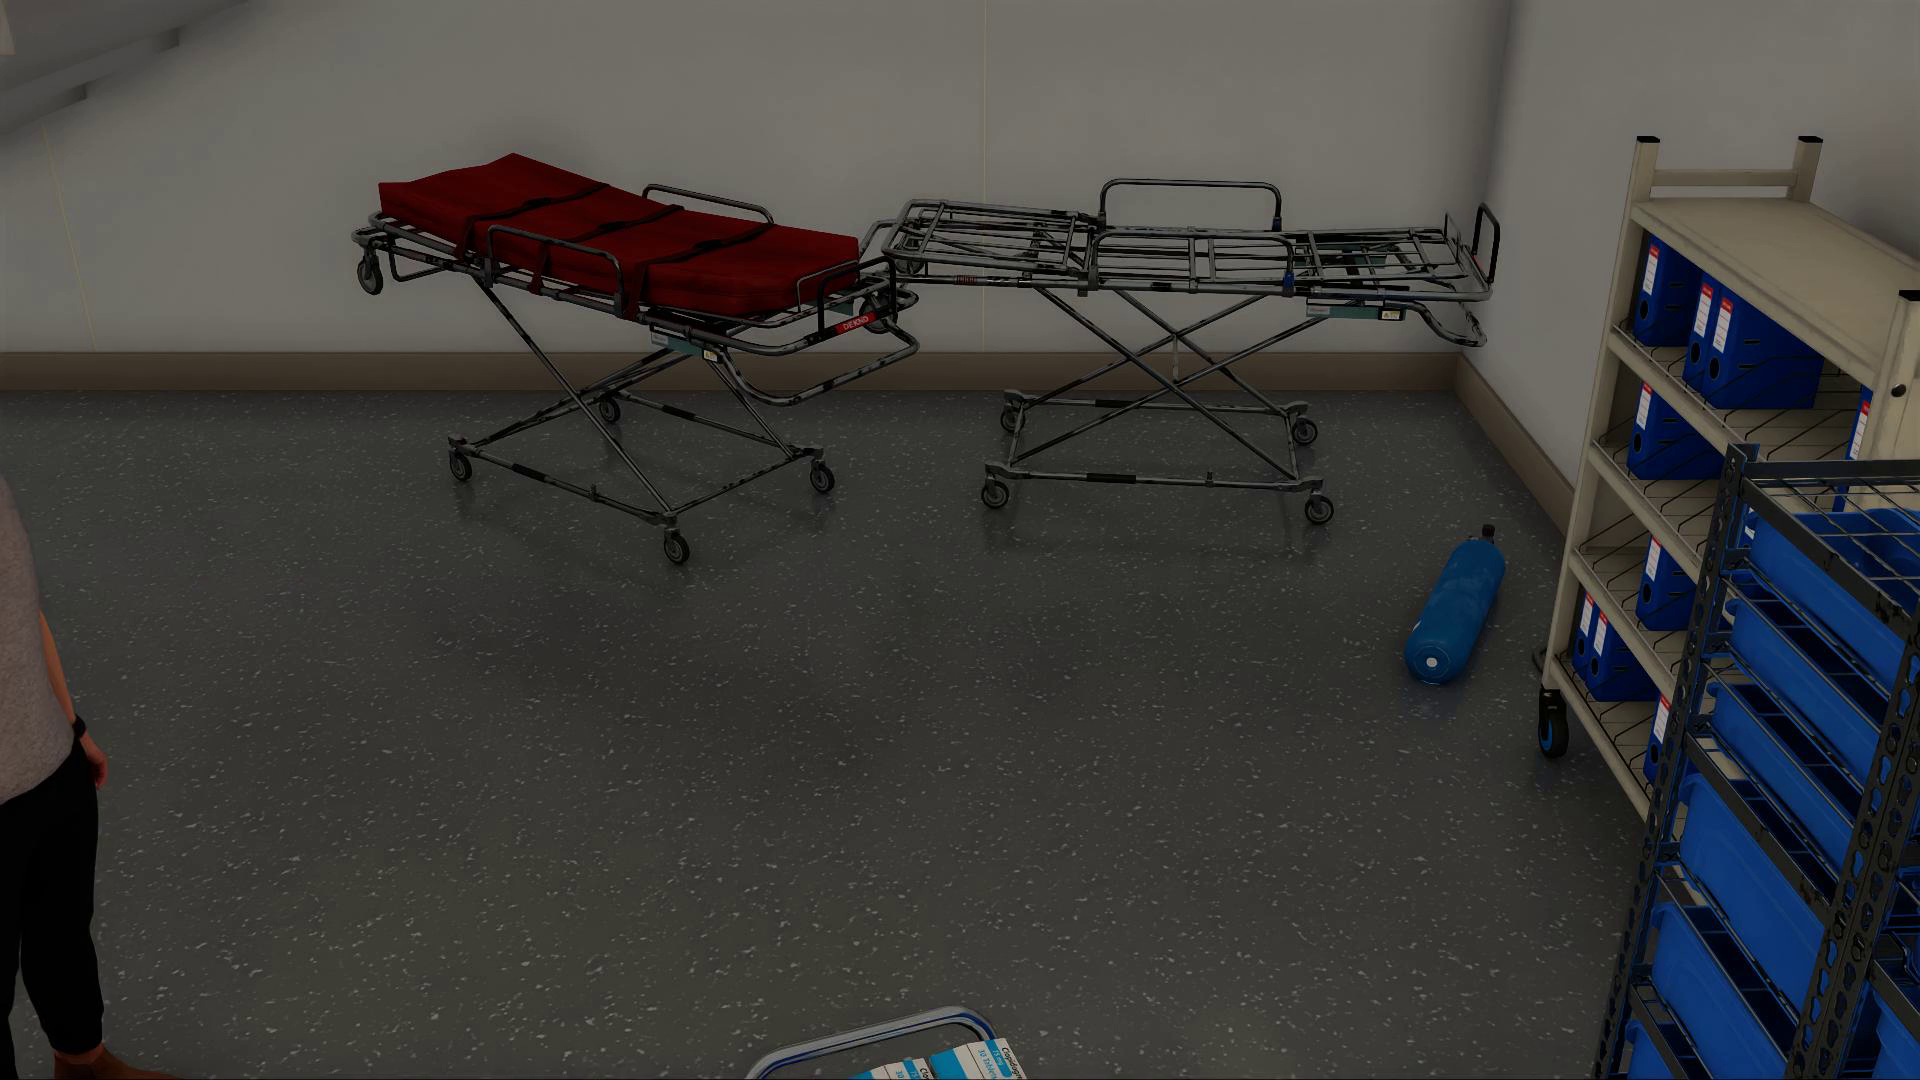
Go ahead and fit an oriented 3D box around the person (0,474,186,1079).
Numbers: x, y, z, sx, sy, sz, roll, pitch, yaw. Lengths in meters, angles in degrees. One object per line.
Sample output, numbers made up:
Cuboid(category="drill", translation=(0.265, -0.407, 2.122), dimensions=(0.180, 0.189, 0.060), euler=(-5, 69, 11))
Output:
Cuboid(category="person", translation=(-1.698, 0.400, 2.871), dimensions=(0.590, 1.712, 0.646), euler=(5, 26, 11))
